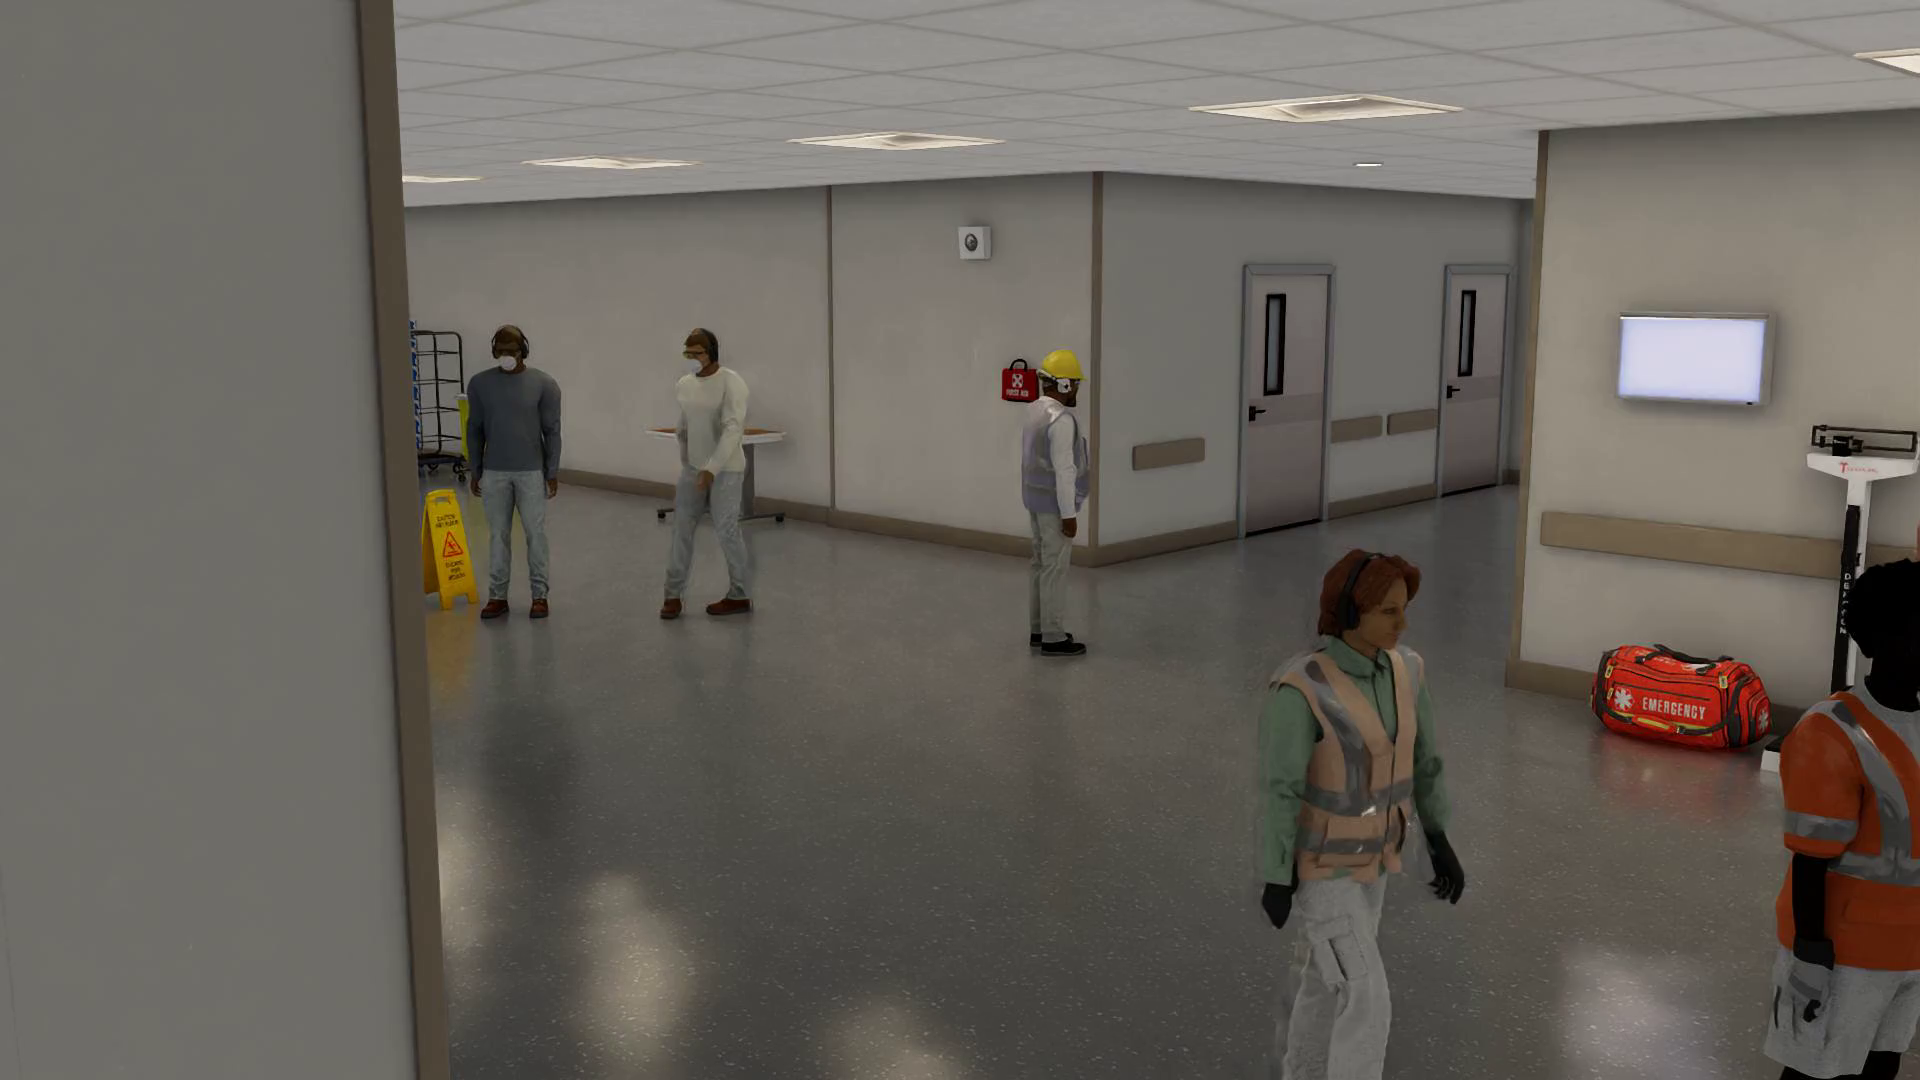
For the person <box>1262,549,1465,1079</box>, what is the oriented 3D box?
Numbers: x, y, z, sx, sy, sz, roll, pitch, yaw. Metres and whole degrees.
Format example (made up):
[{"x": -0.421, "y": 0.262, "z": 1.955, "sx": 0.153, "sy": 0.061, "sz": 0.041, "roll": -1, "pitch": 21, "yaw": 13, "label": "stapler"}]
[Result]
[{"x": 1.011, "y": 0.826, "z": 4.132, "sx": 0.531, "sy": 1.615, "sz": 0.609, "roll": -9, "pitch": 13, "yaw": -43, "label": "person"}]

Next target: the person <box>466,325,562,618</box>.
[{"x": -2.933, "y": -0.445, "z": 10.962, "sx": 0.630, "sy": 1.937, "sz": 0.373, "roll": 0, "pitch": 9, "yaw": -1, "label": "person"}]

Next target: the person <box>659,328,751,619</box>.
[{"x": -1.689, "y": -0.427, "z": 10.929, "sx": 0.632, "sy": 1.914, "sz": 0.559, "roll": 6, "pitch": 11, "yaw": 31, "label": "person"}]

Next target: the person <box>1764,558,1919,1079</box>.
[{"x": 1.970, "y": 0.872, "z": 3.614, "sx": 0.540, "sy": 1.695, "sz": 0.317, "roll": -6, "pitch": 11, "yaw": -31, "label": "person"}]

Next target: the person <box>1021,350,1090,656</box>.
[{"x": 0.572, "y": -0.220, "z": 9.944, "sx": 0.403, "sy": 1.824, "sz": 0.590, "roll": -3, "pitch": 10, "yaw": -15, "label": "person"}]
